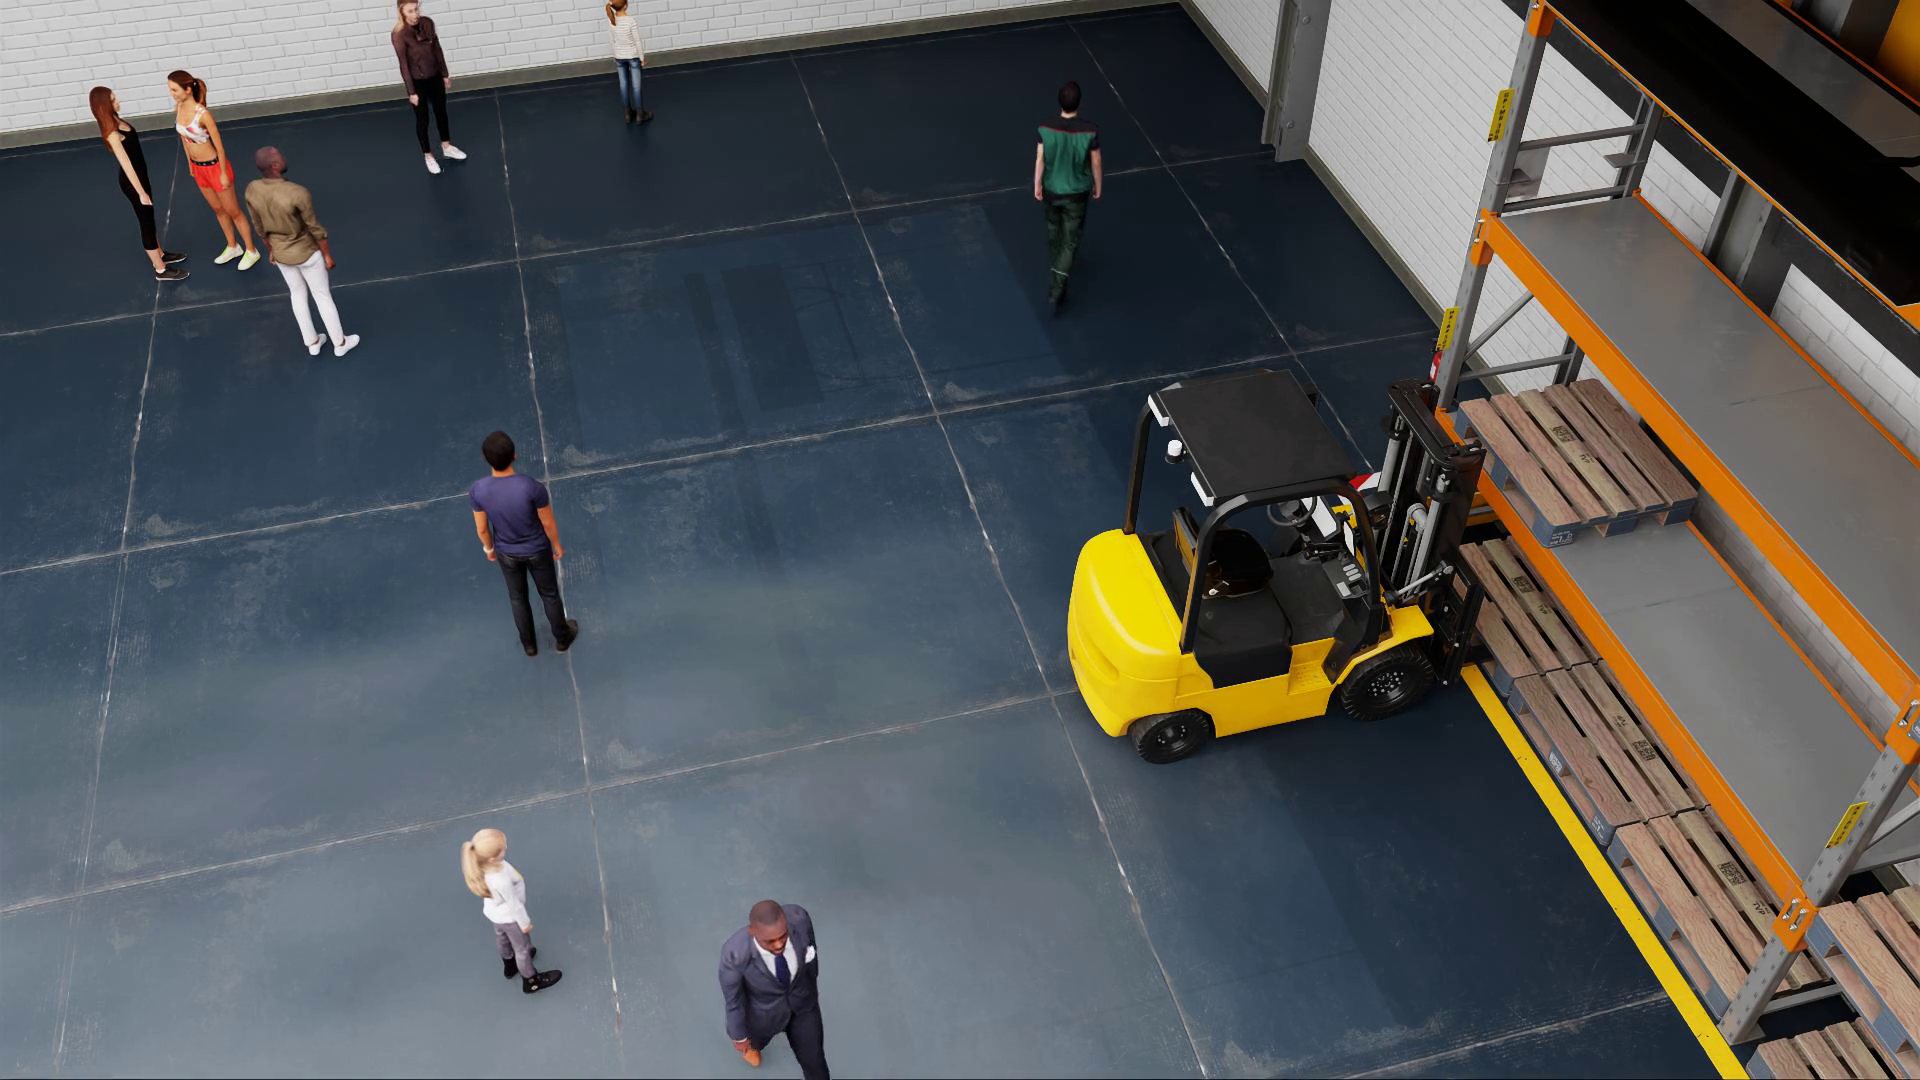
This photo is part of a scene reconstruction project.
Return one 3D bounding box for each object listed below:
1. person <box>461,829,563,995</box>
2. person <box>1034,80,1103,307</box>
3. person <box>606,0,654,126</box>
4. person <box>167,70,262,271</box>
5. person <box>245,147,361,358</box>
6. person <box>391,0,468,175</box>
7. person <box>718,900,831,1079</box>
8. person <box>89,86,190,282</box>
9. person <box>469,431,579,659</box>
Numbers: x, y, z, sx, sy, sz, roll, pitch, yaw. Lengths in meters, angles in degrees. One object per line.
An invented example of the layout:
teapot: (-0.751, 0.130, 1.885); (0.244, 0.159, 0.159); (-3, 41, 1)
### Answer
person: (-2.444, 1.990, 8.926); (0.558, 1.279, 0.637); (33, 53, 30)
person: (0.846, -2.775, 13.500); (1.096, 1.869, 1.311); (11, 45, 12)
person: (-3.165, -4.586, 15.802); (0.555, 1.316, 0.594); (11, 45, 12)
person: (-6.251, -3.099, 13.895); (0.678, 1.791, 0.732); (19, 47, 19)
person: (-5.158, -2.227, 12.957); (0.796, 1.824, 0.750); (7, 44, 7)
person: (-4.859, -4.170, 15.087); (0.723, 1.698, 0.693); (24, 49, 23)
person: (-0.963, 2.262, 8.265); (0.948, 1.796, 1.279); (-23, 48, -23)
person: (-6.850, -2.971, 13.809); (0.658, 1.726, 0.478); (-16, 46, -16)
person: (-2.792, 0.050, 10.591); (0.674, 1.791, 0.570); (-5, 44, -5)
